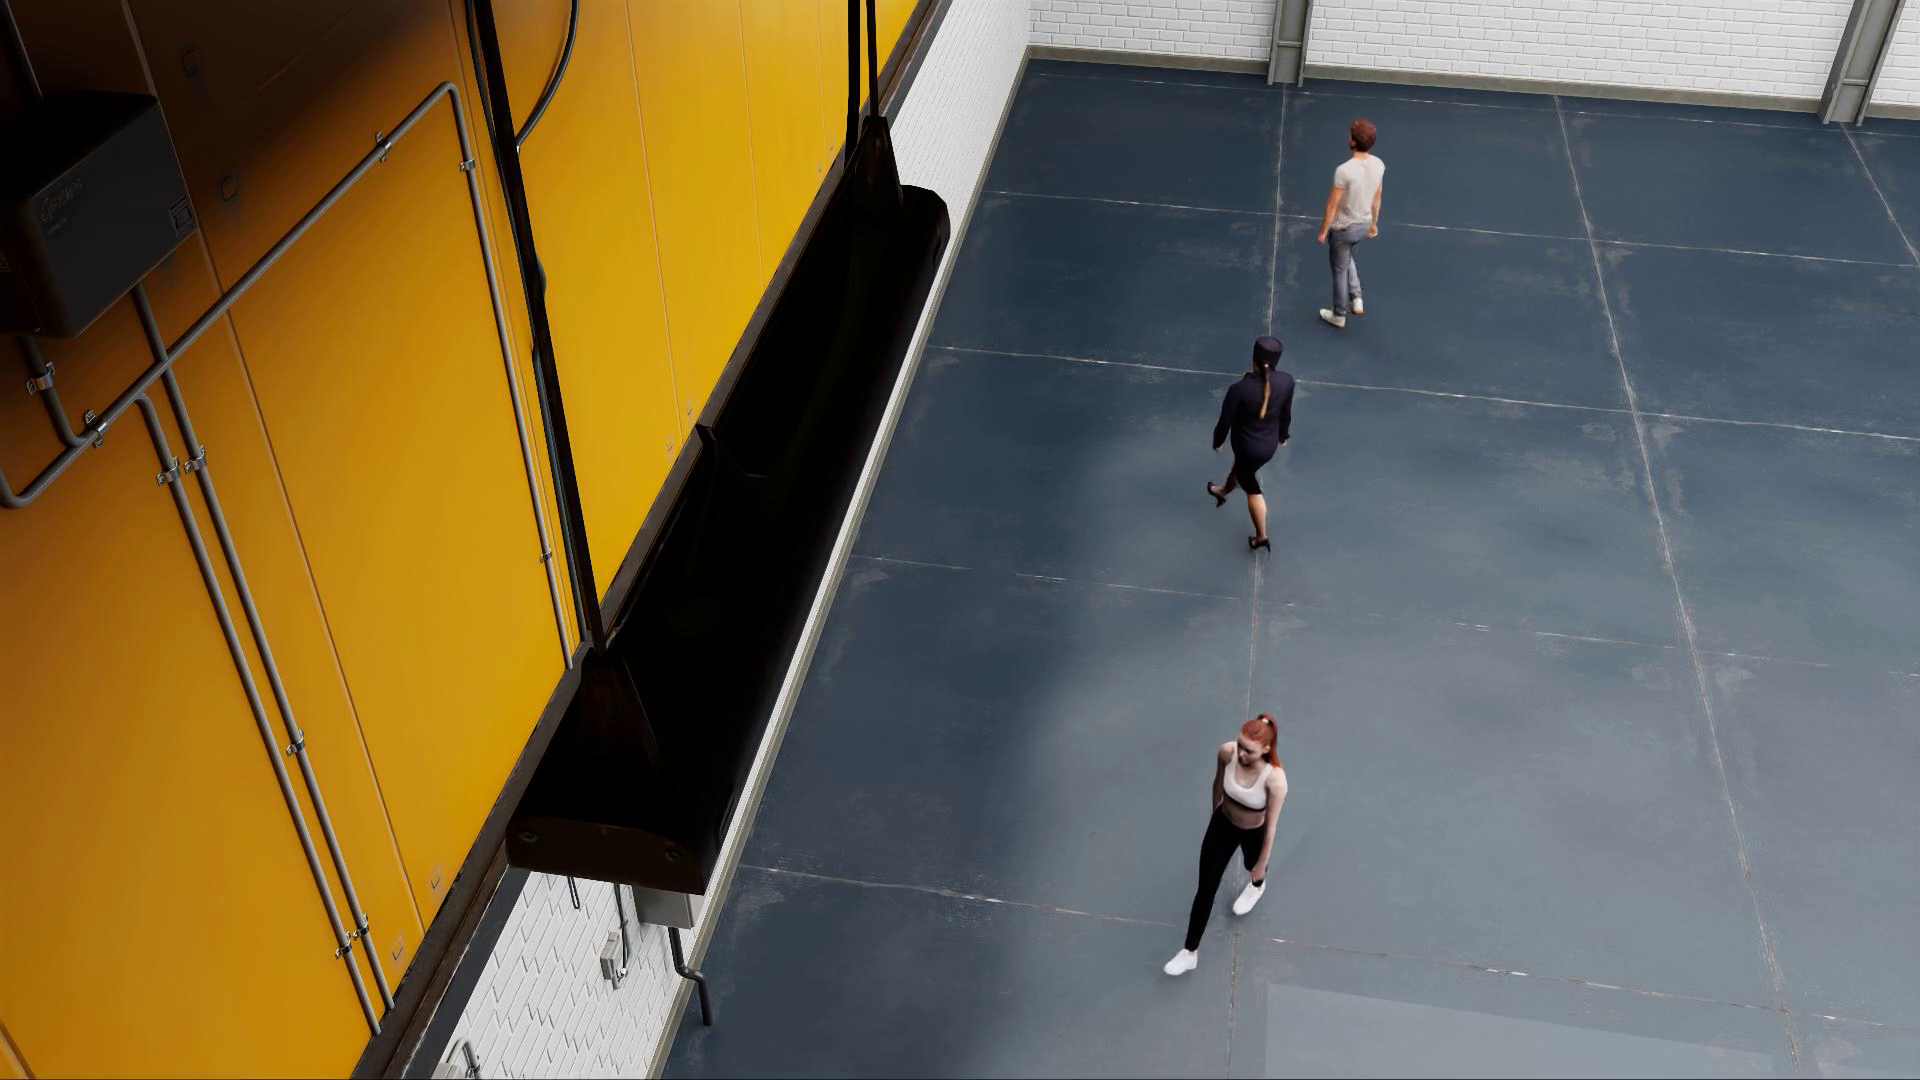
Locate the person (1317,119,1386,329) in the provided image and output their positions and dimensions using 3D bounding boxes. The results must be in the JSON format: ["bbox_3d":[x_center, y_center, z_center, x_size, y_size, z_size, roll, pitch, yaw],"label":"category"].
[{"bbox_3d":[3.398,-2.650,14.243,0.807,1.886,0.869,-22,44,-25],"label":"person"}]

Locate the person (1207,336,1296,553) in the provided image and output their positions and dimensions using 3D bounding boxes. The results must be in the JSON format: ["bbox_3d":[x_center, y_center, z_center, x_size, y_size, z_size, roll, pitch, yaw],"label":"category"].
[{"bbox_3d":[2.134,-0.619,11.918,1.168,1.615,1.149,-17,42,-20],"label":"person"}]

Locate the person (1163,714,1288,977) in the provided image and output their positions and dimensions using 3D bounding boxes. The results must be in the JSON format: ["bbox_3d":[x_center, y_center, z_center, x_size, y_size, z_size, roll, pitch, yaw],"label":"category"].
[{"bbox_3d":[1.597,1.578,9.109,1.198,1.688,1.085,28,47,31],"label":"person"}]
